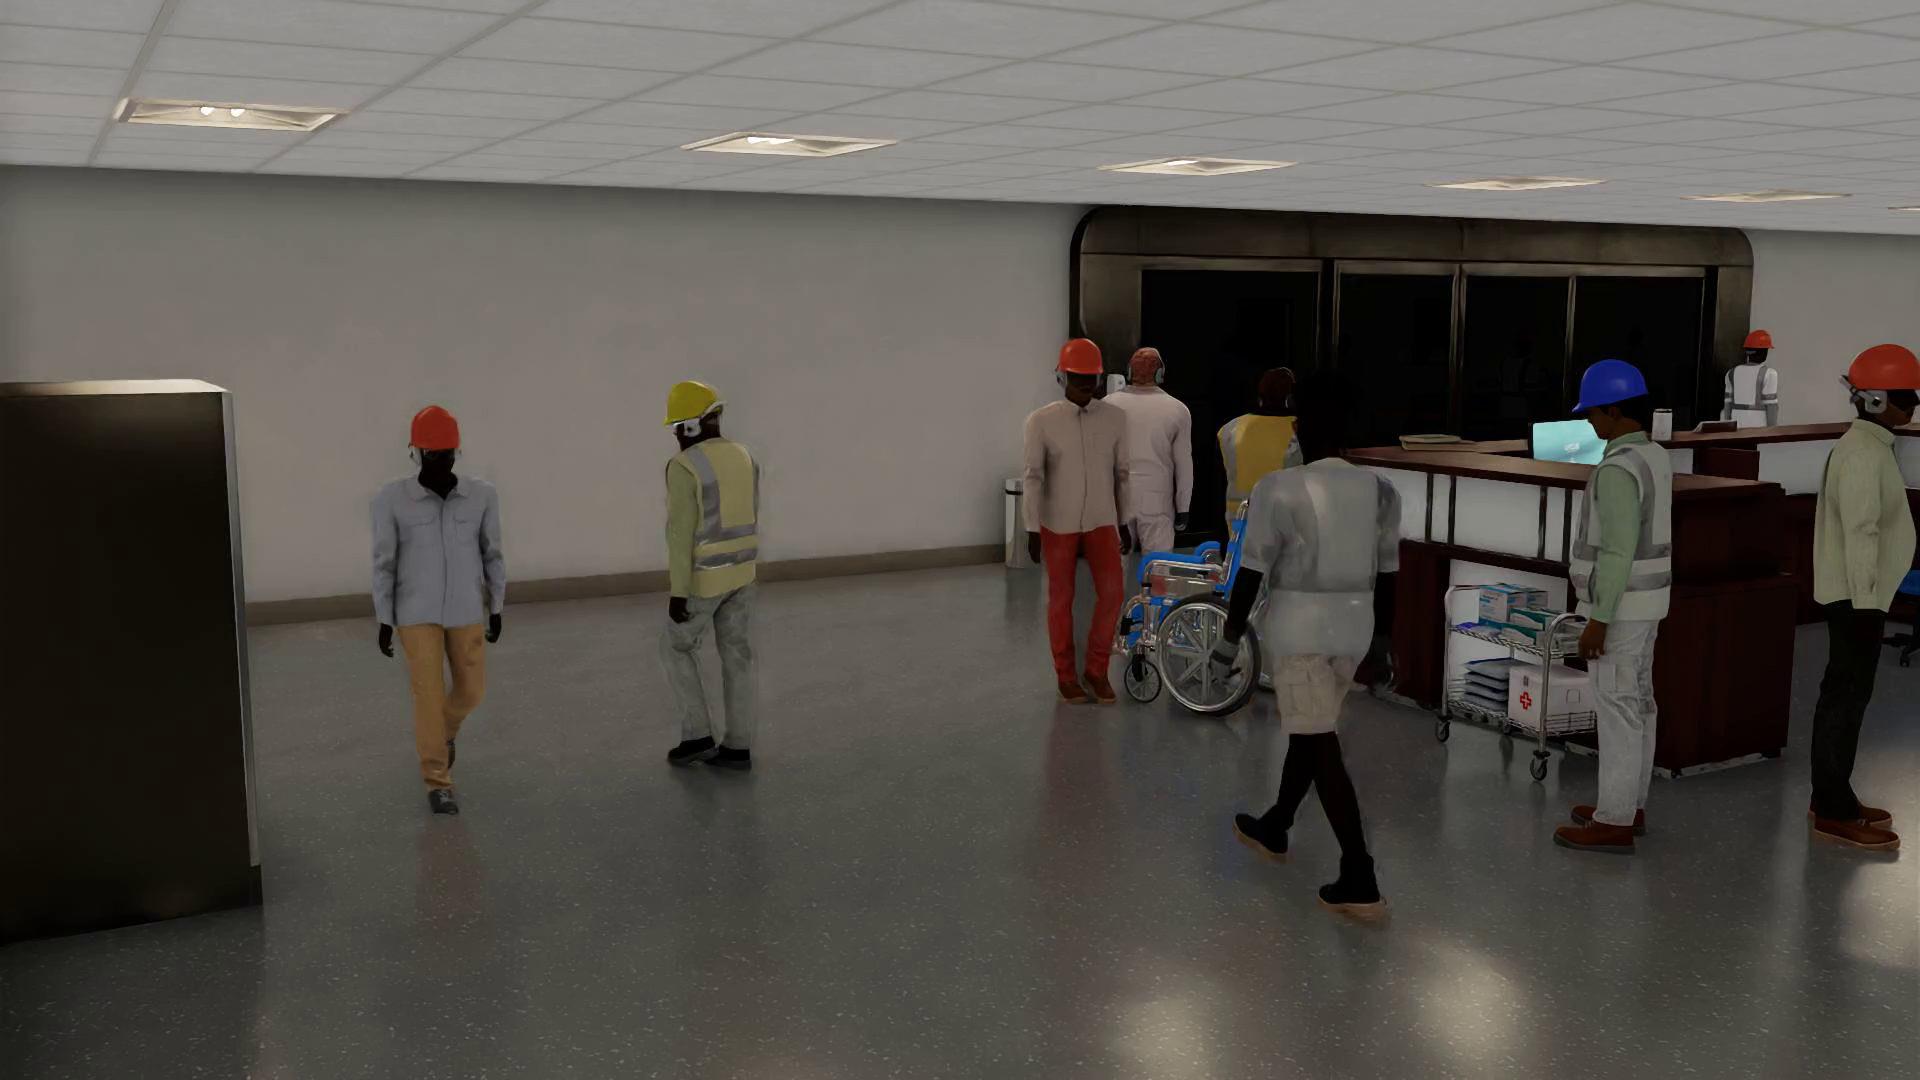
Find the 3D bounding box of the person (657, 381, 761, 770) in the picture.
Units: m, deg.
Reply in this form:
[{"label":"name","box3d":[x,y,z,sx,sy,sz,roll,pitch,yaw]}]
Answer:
[{"label":"person","box3d":[-1.172,0.170,7.700,0.538,1.797,0.634,5,9,32]}]

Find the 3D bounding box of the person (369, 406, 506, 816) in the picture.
[{"label":"person","box3d":[-2.265,0.276,7.202,0.568,1.733,0.640,-5,9,-32]}]

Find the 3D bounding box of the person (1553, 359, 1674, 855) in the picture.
[{"label":"person","box3d":[2.583,0.262,6.556,0.407,1.937,0.602,6,10,35]}]

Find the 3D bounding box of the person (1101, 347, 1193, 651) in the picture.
[{"label":"person","box3d":[1.142,-0.251,10.419,0.646,1.902,0.400,3,8,18]}]

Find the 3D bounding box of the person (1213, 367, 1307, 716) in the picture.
[{"label":"person","box3d":[1.643,0.008,8.783,0.633,1.835,0.429,5,9,32]}]

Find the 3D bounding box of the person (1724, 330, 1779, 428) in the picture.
[{"label":"person","box3d":[7.726,-1.074,16.222,0.358,1.938,0.542,-5,9,-30]}]

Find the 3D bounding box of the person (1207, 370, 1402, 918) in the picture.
[{"label":"person","box3d":[1.279,0.346,6.050,0.624,1.919,1.001,-4,9,-27]}]

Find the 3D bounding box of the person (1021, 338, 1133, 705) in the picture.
[{"label":"person","box3d":[0.643,-0.080,8.872,0.658,1.974,0.555,-2,8,-14]}]

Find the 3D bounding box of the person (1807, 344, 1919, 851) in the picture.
[{"label":"person","box3d":[3.621,0.218,6.661,0.382,1.995,0.612,4,9,26]}]
